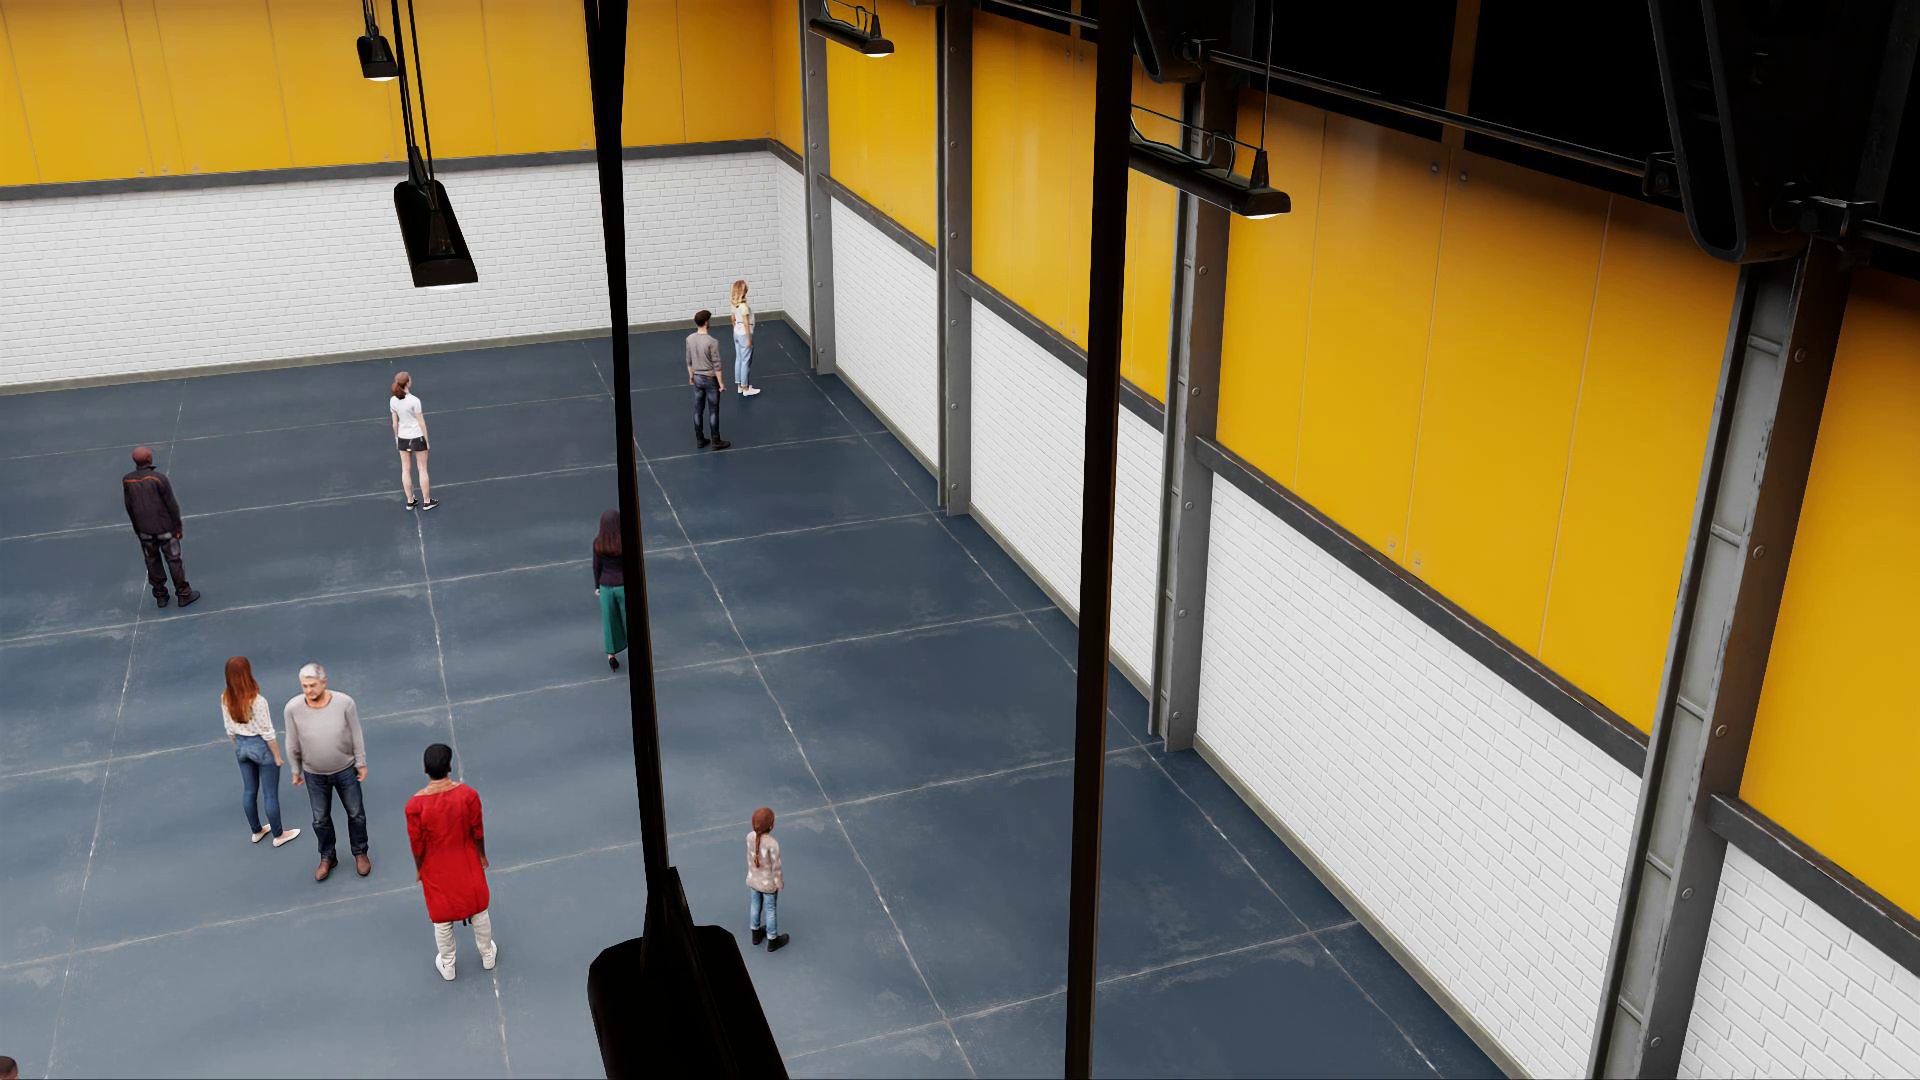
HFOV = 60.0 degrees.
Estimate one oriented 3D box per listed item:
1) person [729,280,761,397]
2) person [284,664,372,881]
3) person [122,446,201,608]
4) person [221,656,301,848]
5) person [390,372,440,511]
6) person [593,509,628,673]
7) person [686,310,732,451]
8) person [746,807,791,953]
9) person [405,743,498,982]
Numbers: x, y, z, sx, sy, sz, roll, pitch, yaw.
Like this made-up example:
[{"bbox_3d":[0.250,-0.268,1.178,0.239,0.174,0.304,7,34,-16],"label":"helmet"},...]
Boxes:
[{"bbox_3d":[-3.202,-2.990,24.520,0.735,1.723,0.557,-15,28,-31],"label":"person"},{"bbox_3d":[-5.032,1.817,13.292,0.768,1.908,0.663,-5,24,-11],"label":"person"},{"bbox_3d":[-8.649,-0.147,17.889,0.764,1.826,0.713,0,24,-1],"label":"person"},{"bbox_3d":[-5.818,1.730,13.715,0.656,1.729,0.690,7,25,16],"label":"person"},{"bbox_3d":[-6.739,-1.218,20.429,0.651,1.752,0.682,2,24,6],"label":"person"},{"bbox_3d":[-3.398,0.505,16.507,0.713,1.738,0.700,4,24,8],"label":"person"},{"bbox_3d":[-3.425,-2.154,22.383,0.766,1.903,0.834,11,26,24],"label":"person"},{"bbox_3d":[-1.480,2.545,12.521,0.529,1.193,0.607,15,28,31],"label":"person"},{"bbox_3d":[-3.709,2.338,12.134,0.690,1.882,0.598,-10,26,-22],"label":"person"}]
